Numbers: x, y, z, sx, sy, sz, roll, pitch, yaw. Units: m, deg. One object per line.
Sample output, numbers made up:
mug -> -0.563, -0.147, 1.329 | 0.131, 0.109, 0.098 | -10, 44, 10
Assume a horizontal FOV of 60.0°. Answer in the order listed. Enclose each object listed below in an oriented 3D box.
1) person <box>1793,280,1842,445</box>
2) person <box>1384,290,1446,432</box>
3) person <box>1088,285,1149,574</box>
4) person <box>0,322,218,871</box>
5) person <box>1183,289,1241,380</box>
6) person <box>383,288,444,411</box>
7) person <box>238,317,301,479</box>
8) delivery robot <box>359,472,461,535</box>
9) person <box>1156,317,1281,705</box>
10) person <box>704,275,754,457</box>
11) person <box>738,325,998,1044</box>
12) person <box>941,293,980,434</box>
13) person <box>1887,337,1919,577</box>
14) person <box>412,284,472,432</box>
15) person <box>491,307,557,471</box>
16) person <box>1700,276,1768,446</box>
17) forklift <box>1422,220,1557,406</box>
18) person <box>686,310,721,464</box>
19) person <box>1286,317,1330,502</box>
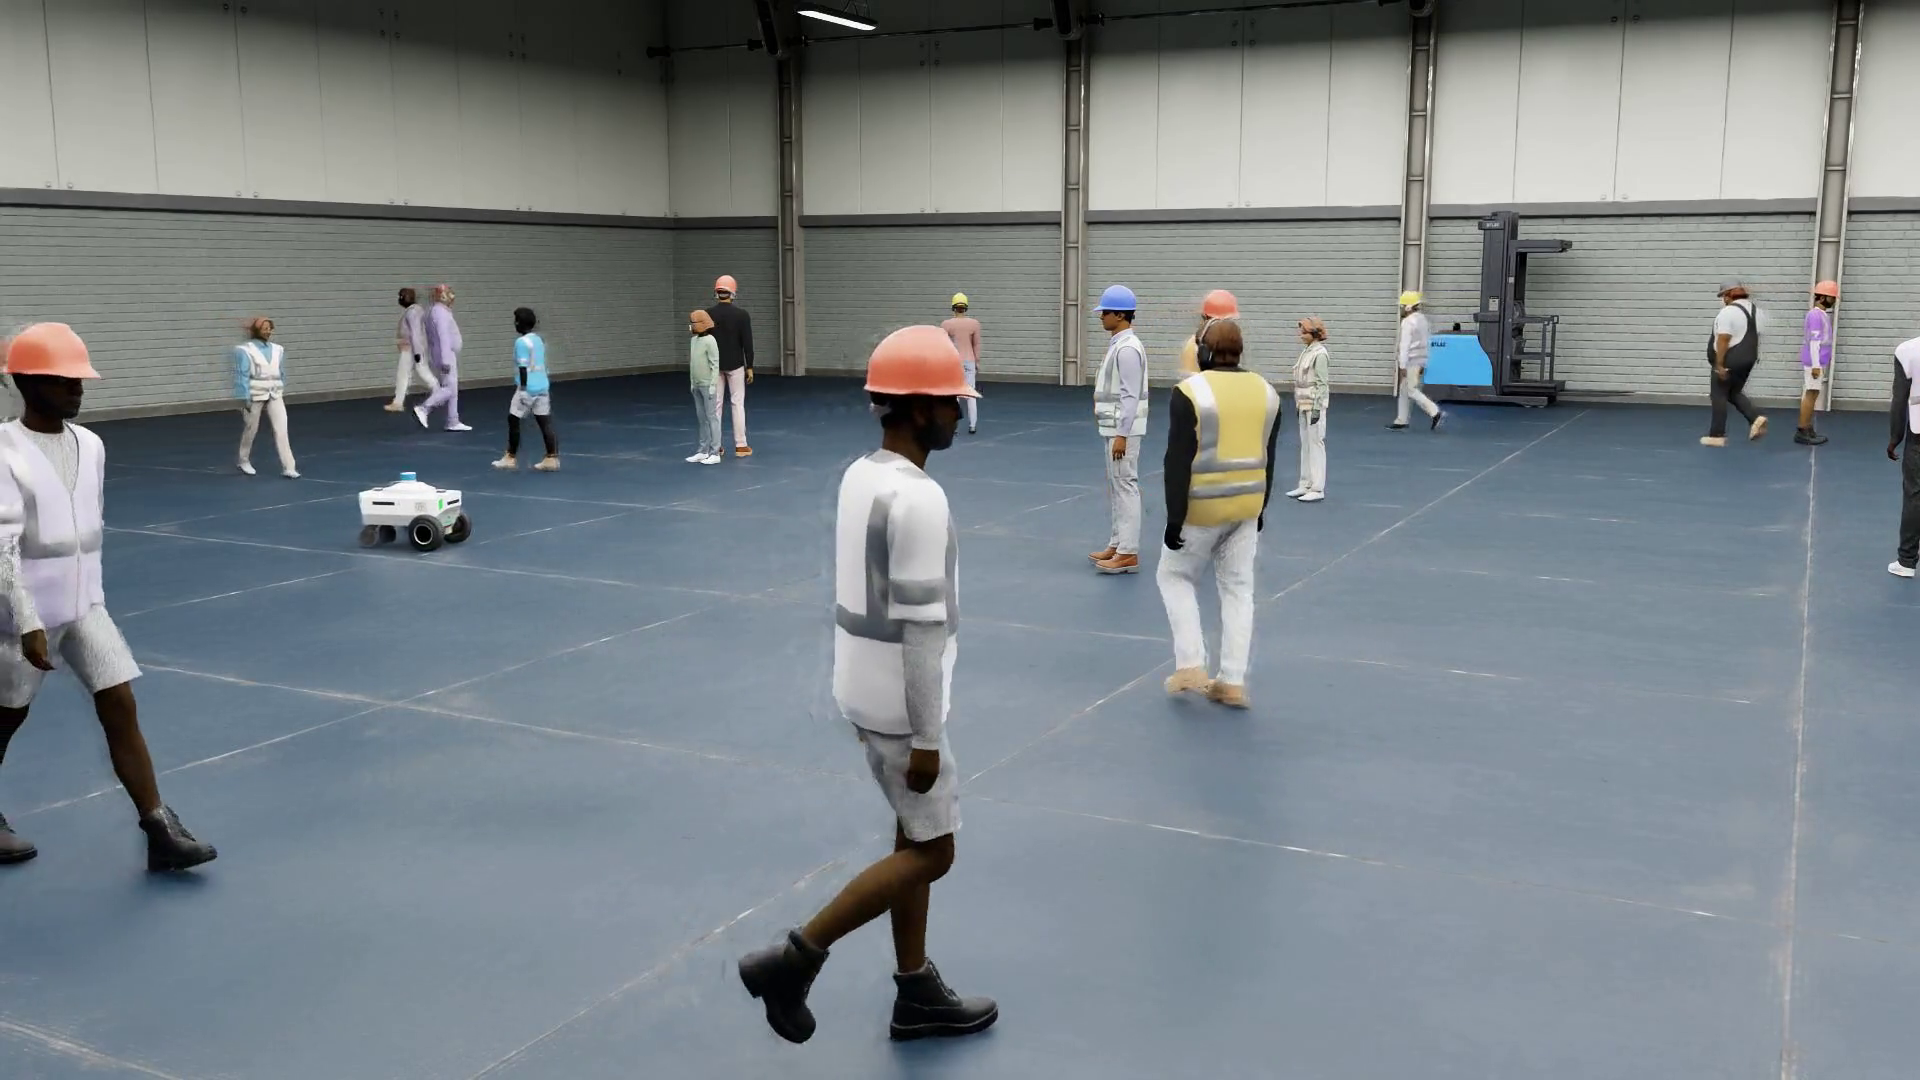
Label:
person -> 10.200, -2.113, 19.780 | 0.417, 1.933, 0.562 | 5, 11, 30
person -> 5.820, -2.266, 21.140 | 0.778, 1.809, 0.604 | 6, 11, 34
person -> 1.094, -0.760, 11.387 | 0.386, 1.948, 0.601 | 0, 9, -1
person -> -3.077, 0.211, 5.638 | 1.017, 1.886, 0.556 | 4, 10, 21
person -> 1.860, -0.856, 12.085 | 0.434, 1.911, 0.647 | 8, 12, 39
person -> -8.030, -2.816, 24.517 | 0.925, 1.809, 0.625 | -2, 9, -14
person -> -6.949, -1.422, 16.558 | 0.877, 1.598, 0.525 | 7, 11, 36
delivery robot -> -4.117, -0.264, 12.455 | 0.707, 0.478, 0.477 | 2, 9, 11
person -> 1.196, -0.139, 7.923 | 0.663, 1.825, 0.537 | -5, 10, -27
person -> -2.582, -1.926, 18.432 | 0.625, 1.992, 0.388 | 1, 9, 9
person -> -0.231, 0.410, 4.298 | 0.651, 1.920, 0.541 | -4, 10, -21
person -> 0.000, -2.219, 20.949 | 0.524, 1.769, 0.314 | -3, 10, -16
person -> 6.534, -0.703, 11.128 | 0.593, 1.920, 0.391 | 3, 10, 18
person -> -6.608, -2.309, 21.137 | 0.646, 1.888, 0.647 | -4, 10, -23
person -> -4.496, -1.538, 17.042 | 0.752, 1.666, 0.551 | 2, 9, 11
person -> 9.111, -2.107, 19.540 | 0.701, 2.000, 0.682 | -5, 11, -29
forklift -> 8.245, -3.527, 25.720 | 1.873, 2.768, 1.129 | 5, 10, 27
person -> -2.733, -1.630, 17.728 | 0.285, 1.631, 0.501 | -7, 11, -35
person -> 3.142, -1.172, 14.883 | 0.308, 1.639, 0.510 | -1, 9, -7
